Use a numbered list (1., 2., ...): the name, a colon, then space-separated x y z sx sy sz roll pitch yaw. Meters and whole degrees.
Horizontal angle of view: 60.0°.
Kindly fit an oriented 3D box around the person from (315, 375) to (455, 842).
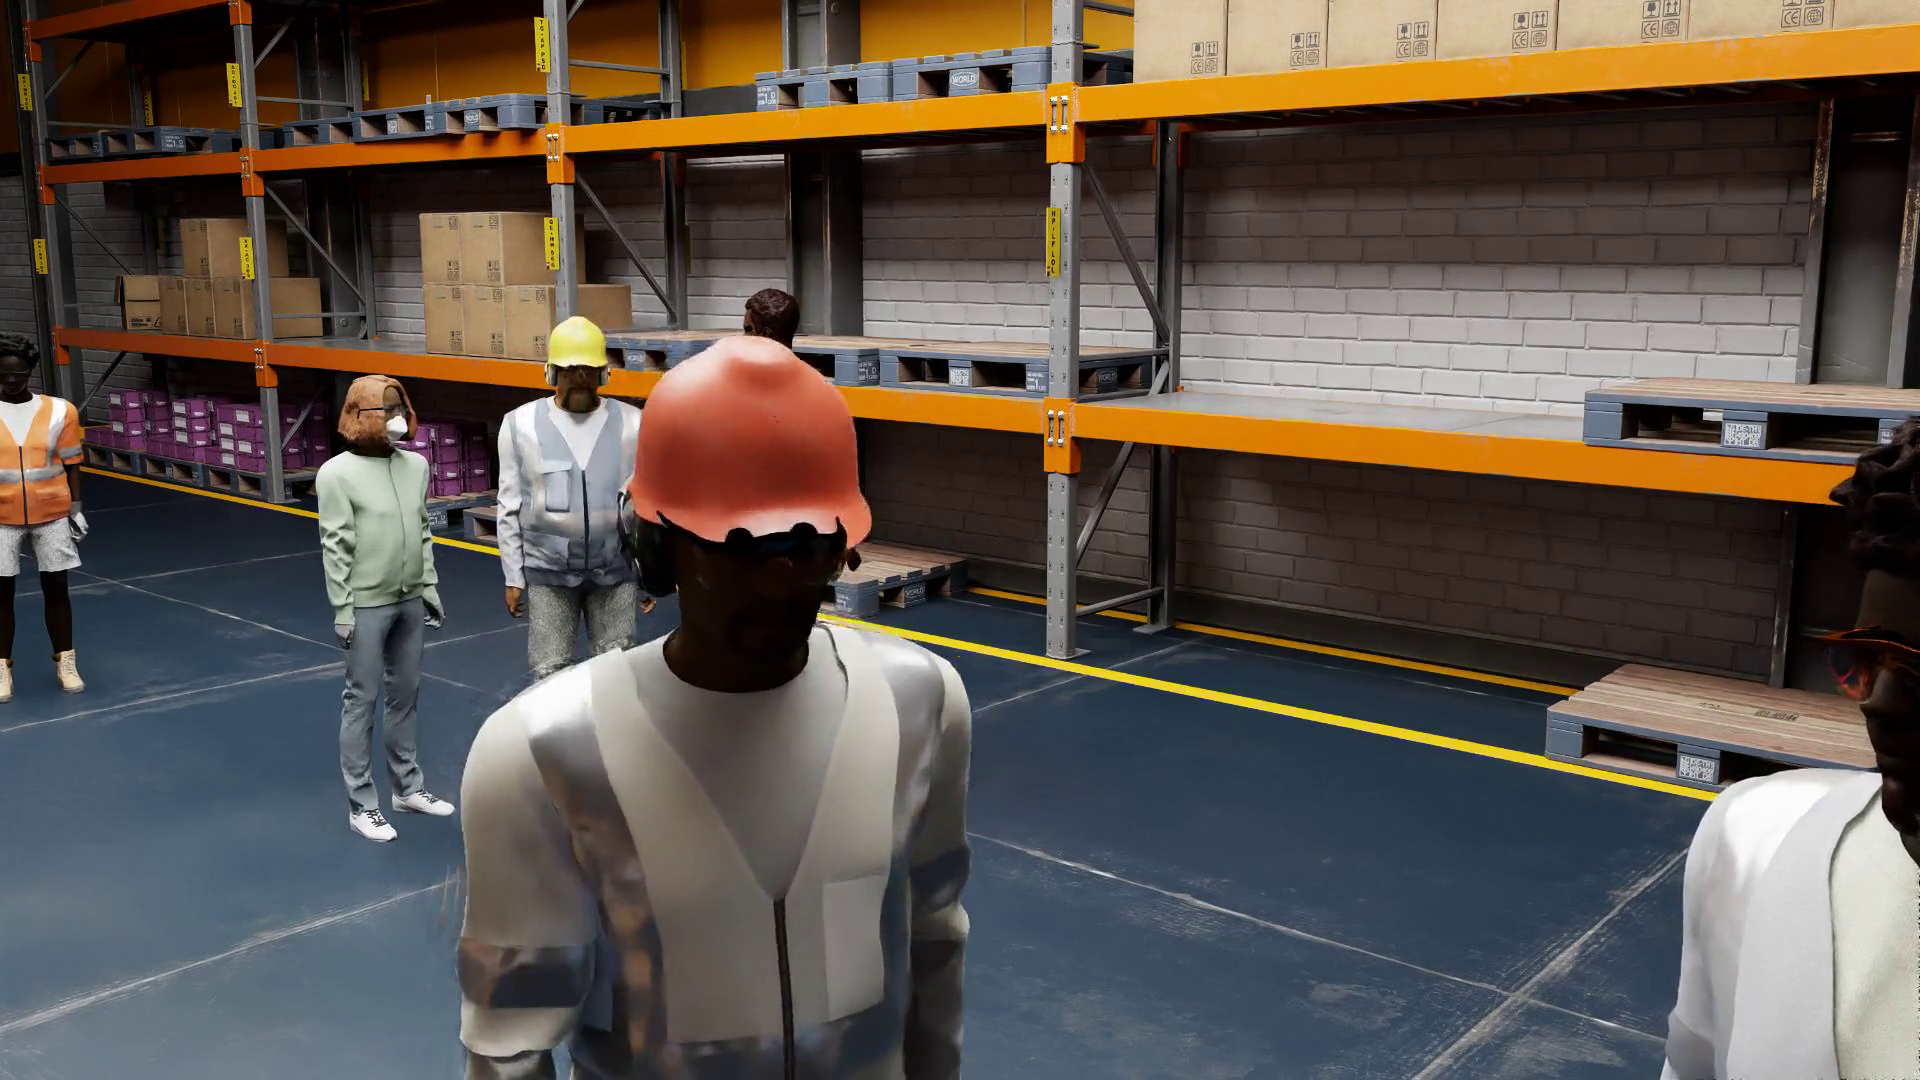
1. person: -2.041 0.231 5.916 0.285 1.636 0.498 5 11 25

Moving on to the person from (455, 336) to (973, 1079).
1. person: -0.258 0.754 1.976 0.649 1.992 1.048 -4 11 -23

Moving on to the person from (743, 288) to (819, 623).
1. person: -0.694 -0.020 6.542 0.391 1.919 0.590 2 10 14

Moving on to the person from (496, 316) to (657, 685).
1. person: -1.388 0.100 6.106 0.589 1.832 0.404 -3 11 -19

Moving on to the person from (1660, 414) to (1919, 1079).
1. person: 0.814 0.857 1.412 0.374 1.966 0.608 -5 11 -26

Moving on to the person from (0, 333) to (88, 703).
1. person: -4.313 -0.104 7.667 0.529 1.692 0.321 -7 12 -33
